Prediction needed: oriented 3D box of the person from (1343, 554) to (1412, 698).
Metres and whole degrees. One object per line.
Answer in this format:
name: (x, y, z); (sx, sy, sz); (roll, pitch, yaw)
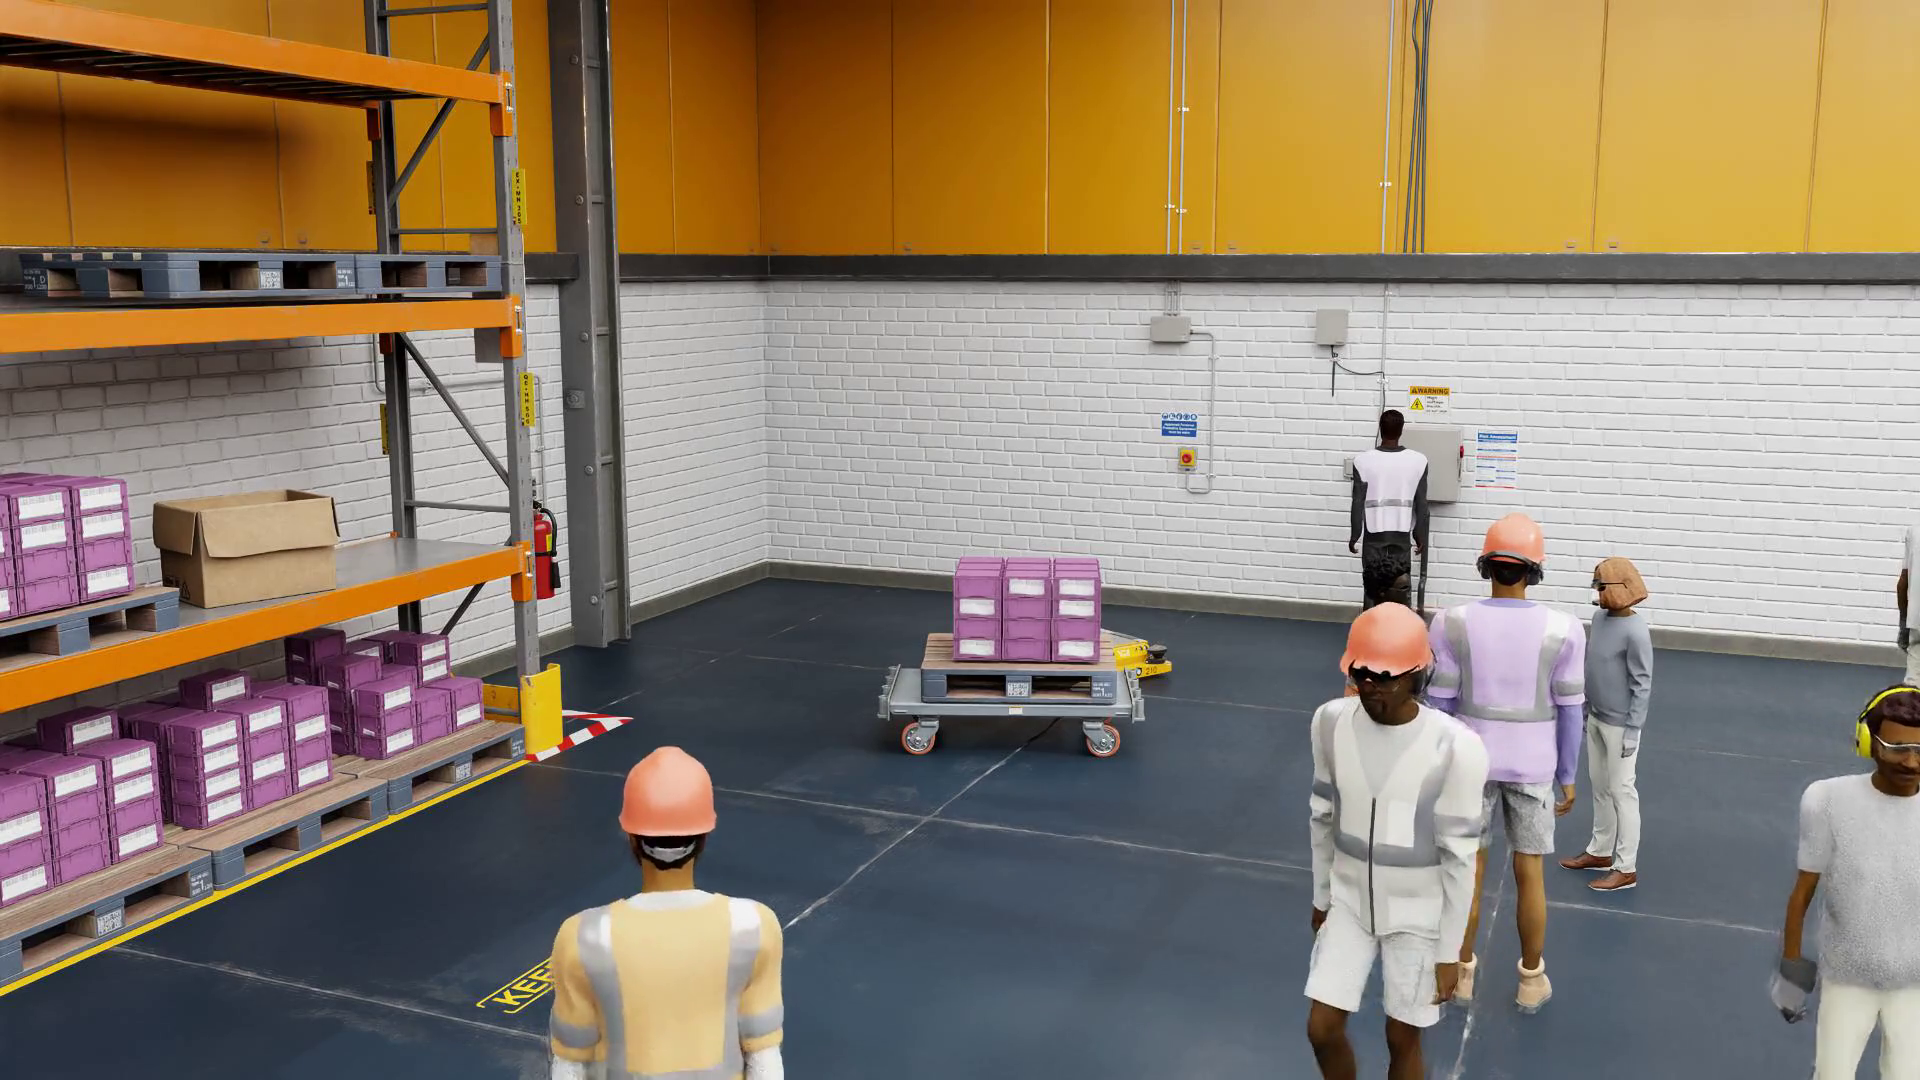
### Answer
person: (1.985, 0.893, 7.936); (0.322, 1.689, 0.530); (5, 11, 29)

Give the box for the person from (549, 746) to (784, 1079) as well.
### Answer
person: (-0.689, 1.442, 3.982); (0.553, 1.903, 0.941); (-3, 10, -15)

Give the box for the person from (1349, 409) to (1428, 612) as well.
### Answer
person: (3.351, -0.062, 13.027); (0.597, 1.918, 0.379); (0, 9, 1)

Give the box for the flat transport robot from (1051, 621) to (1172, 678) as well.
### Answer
flat transport robot: (0.883, 0.822, 12.655); (0.652, 0.197, 1.431); (-7, 12, -35)

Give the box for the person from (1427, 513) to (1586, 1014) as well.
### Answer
person: (2.207, 0.906, 6.784); (0.605, 2.045, 0.388); (4, 10, 21)

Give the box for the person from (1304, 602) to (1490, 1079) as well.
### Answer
person: (1.338, 1.173, 5.243); (0.604, 2.020, 0.476); (7, 12, 38)

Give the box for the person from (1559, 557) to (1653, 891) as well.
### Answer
person: (3.179, 0.889, 8.125); (0.266, 1.631, 0.507); (-1, 9, -5)

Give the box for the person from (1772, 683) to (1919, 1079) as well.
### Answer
person: (2.747, 1.302, 5.018); (0.517, 1.842, 0.690); (2, 10, 12)

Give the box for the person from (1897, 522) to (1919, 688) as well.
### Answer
person: (5.617, 0.536, 9.570); (0.310, 1.864, 0.533); (-2, 10, -10)
